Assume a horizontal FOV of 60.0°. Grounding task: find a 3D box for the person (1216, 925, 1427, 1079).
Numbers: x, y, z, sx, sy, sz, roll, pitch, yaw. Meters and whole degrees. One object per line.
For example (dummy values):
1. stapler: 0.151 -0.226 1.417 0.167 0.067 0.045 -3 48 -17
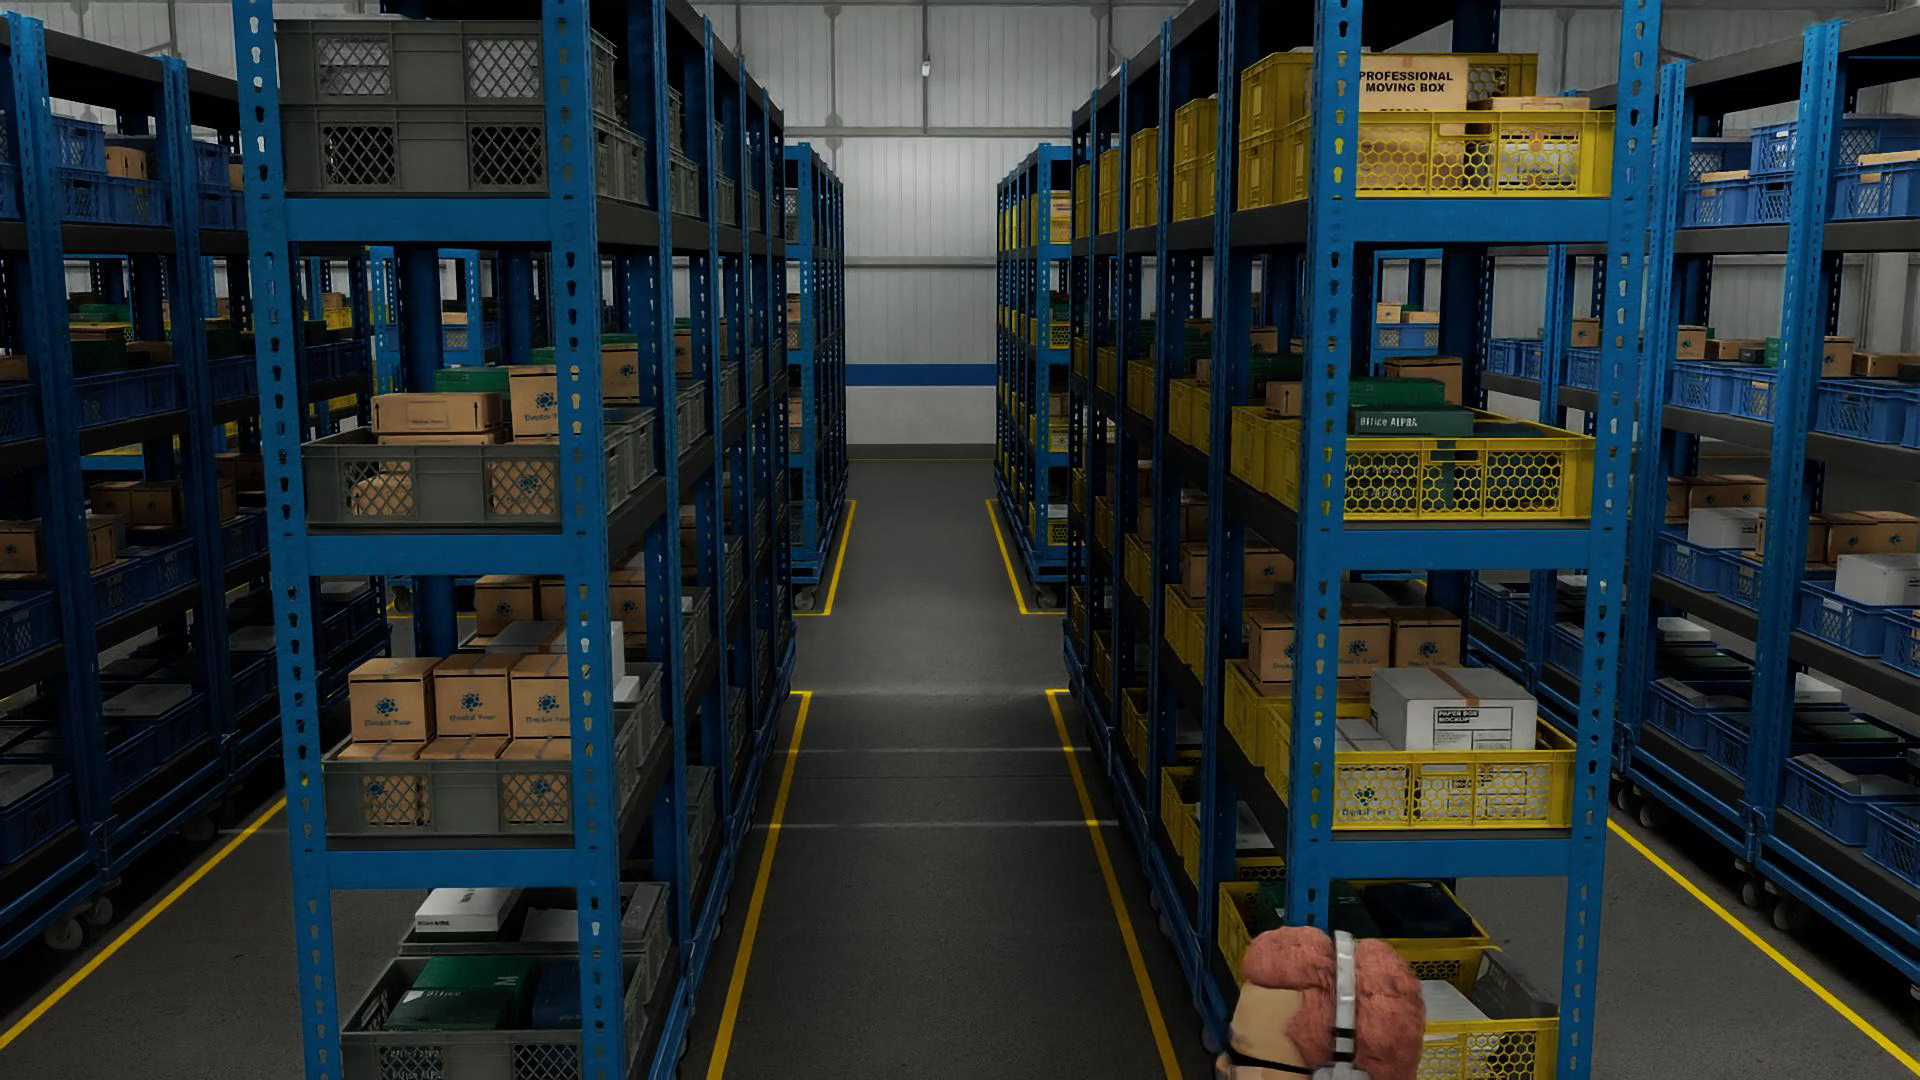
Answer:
1. person: 0.432 1.401 2.101 0.404 1.911 0.636 1 9 5
